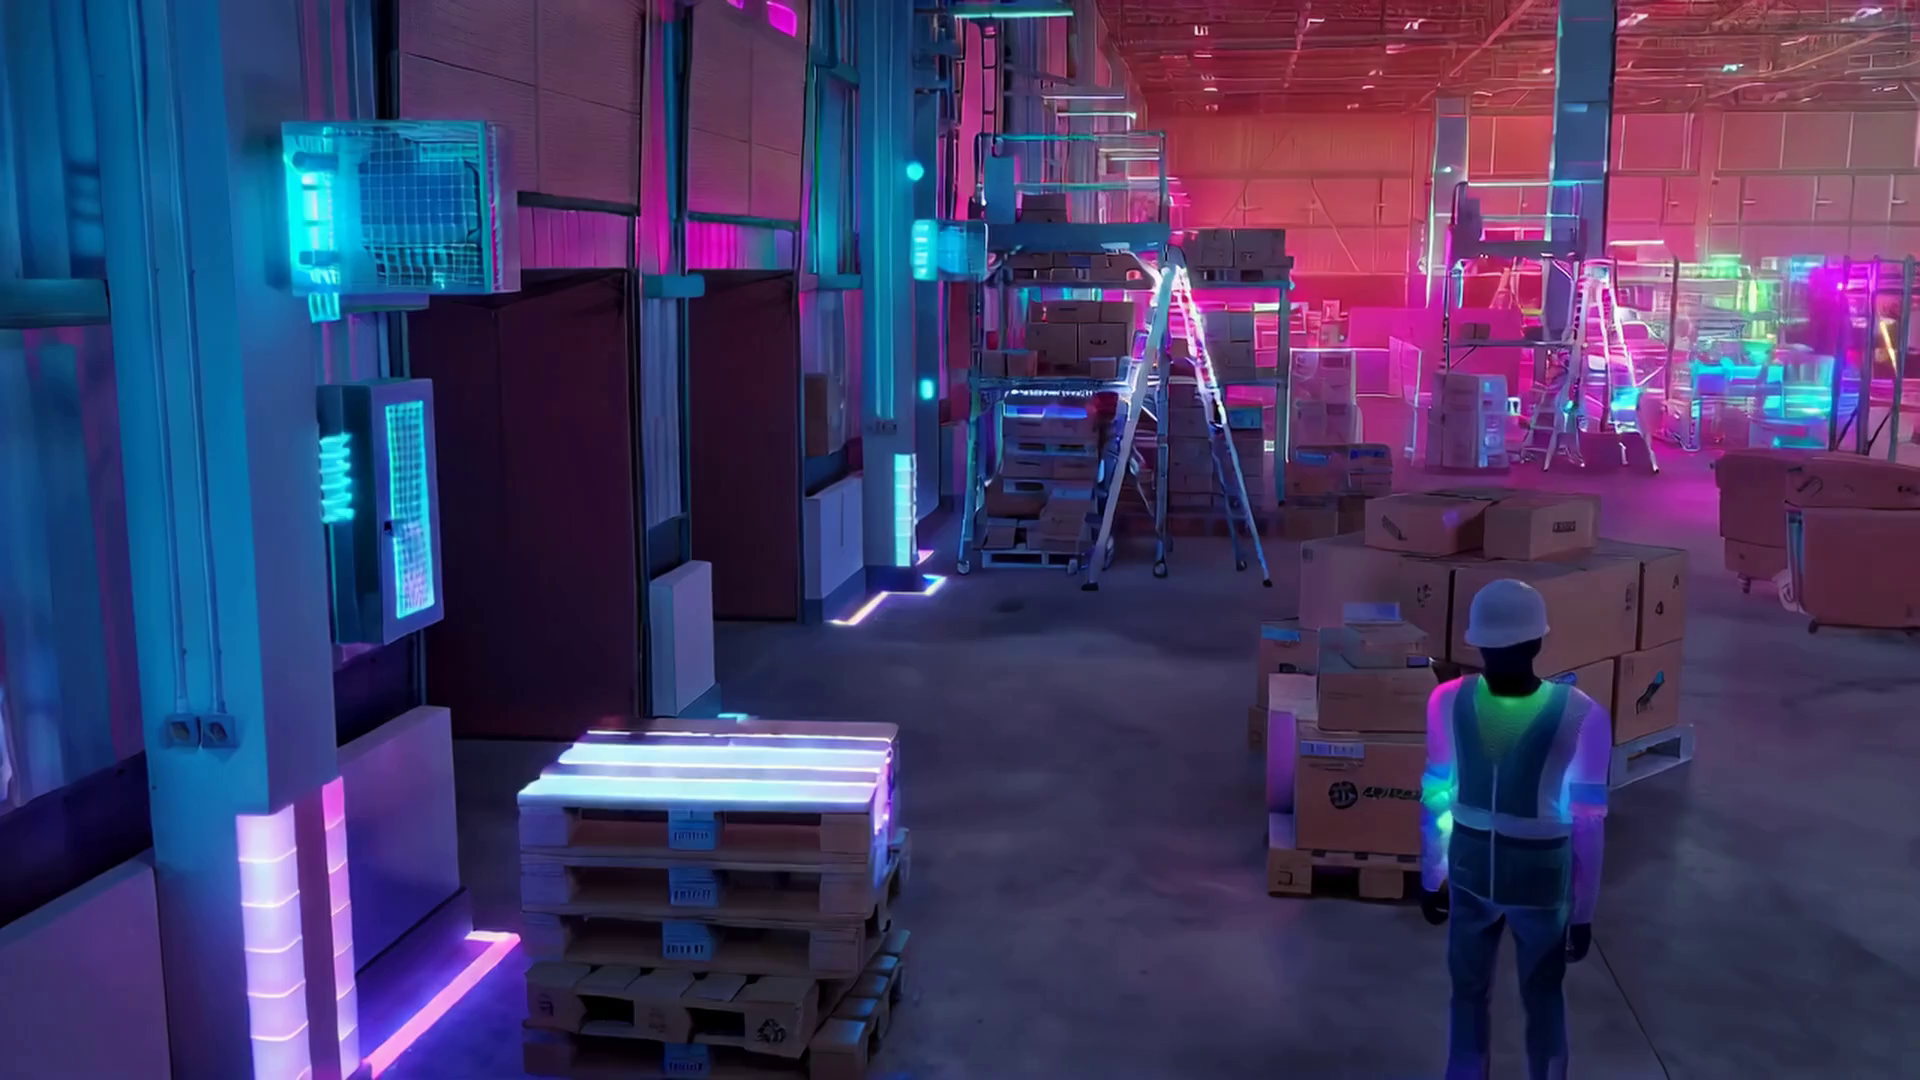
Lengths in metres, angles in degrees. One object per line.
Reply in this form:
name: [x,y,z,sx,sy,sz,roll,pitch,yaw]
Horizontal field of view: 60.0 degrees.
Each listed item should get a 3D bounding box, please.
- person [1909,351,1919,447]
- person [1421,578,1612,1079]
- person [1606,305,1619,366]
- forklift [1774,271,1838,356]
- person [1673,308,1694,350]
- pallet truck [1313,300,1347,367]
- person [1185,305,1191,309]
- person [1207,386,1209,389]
person: [15.608,-2.368,26.888,0.319,1.739,0.485,9,13,43]
person: [1.696,1.062,5.181,0.584,1.920,0.395,8,12,39]
person: [18.508,-5.810,47.616,0.966,1.894,0.663,4,10,25]
forklift: [19.809,-4.804,38.393,1.873,2.768,1.129,1,9,9]
person: [17.872,-4.780,41.208,0.557,1.918,0.800,7,12,38]
pallet truck: [11.159,-6.200,49.718,0.823,1.965,1.885,4,10,26]
person: [6.151,-5.358,44.747,0.544,1.930,0.388,-6,11,-32]
person: [5.156,-3.652,35.137,0.313,1.634,0.515,-5,11,-29]
